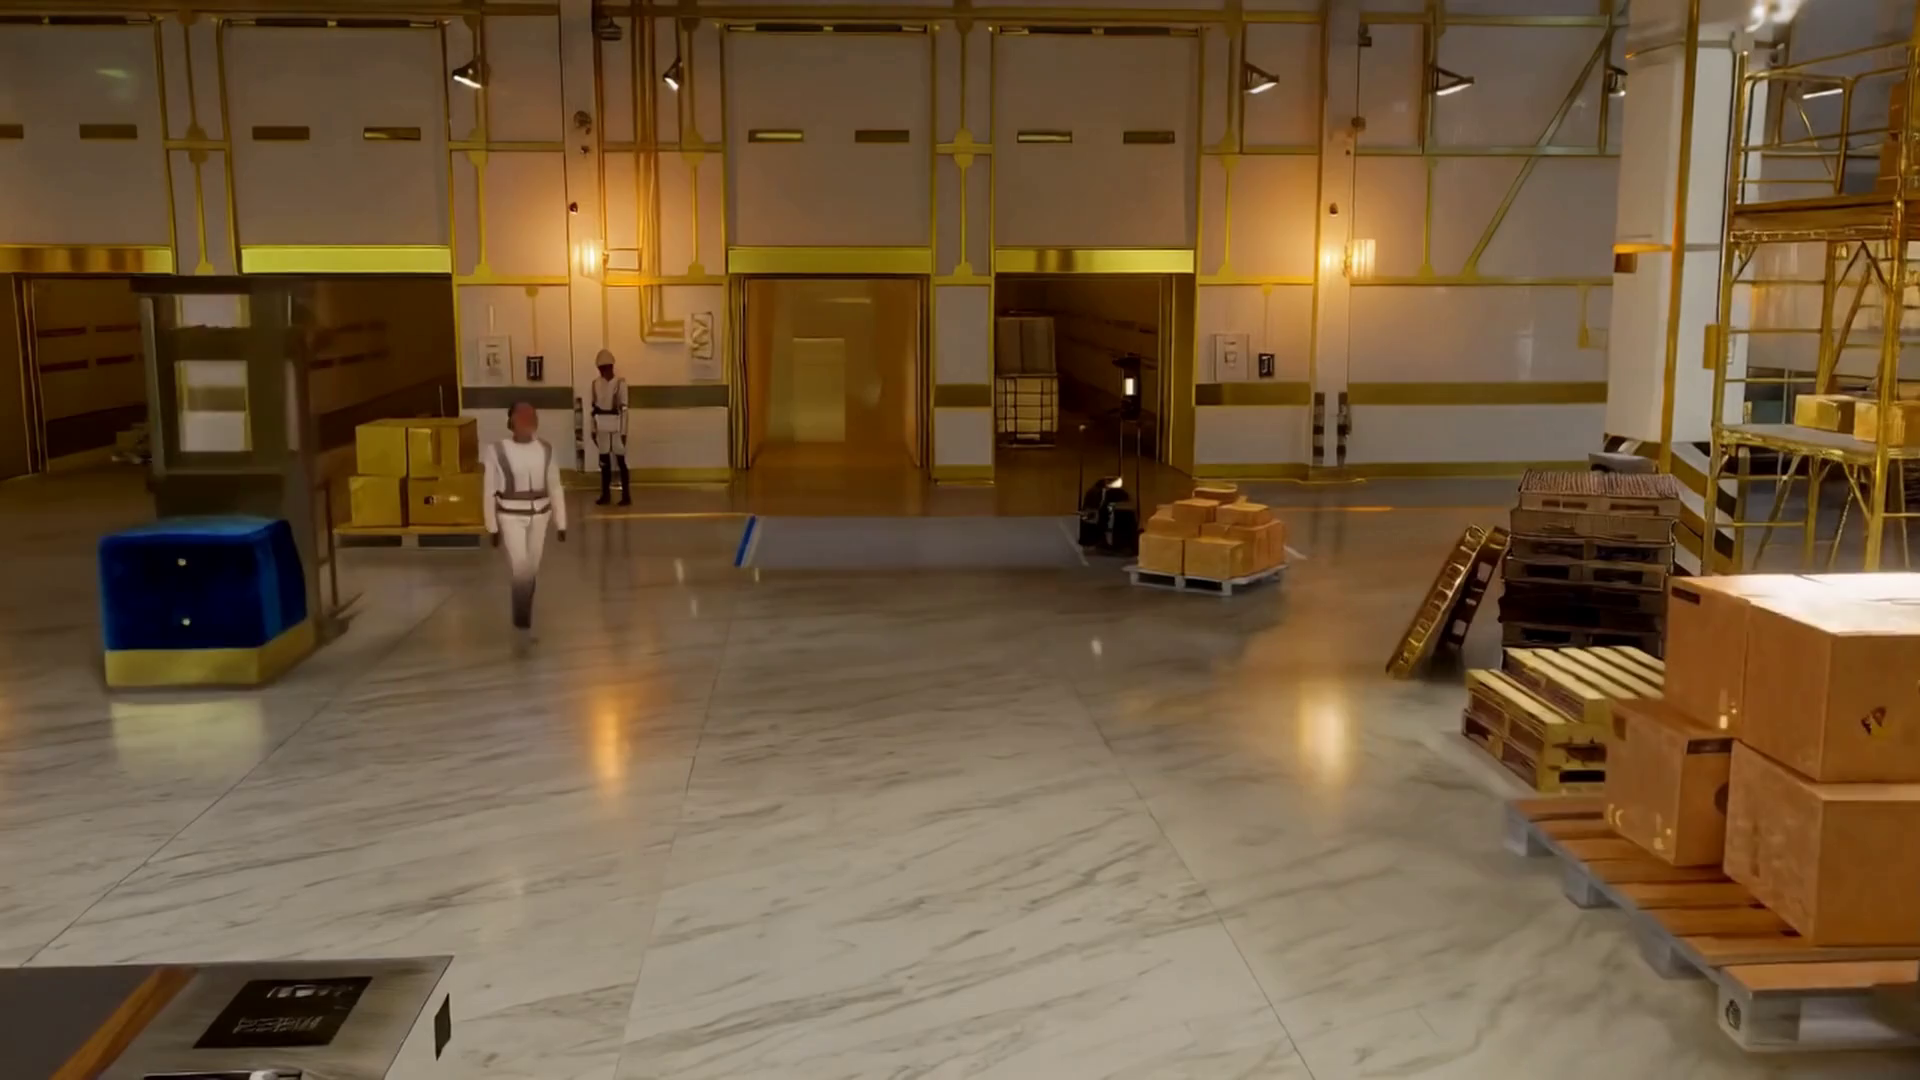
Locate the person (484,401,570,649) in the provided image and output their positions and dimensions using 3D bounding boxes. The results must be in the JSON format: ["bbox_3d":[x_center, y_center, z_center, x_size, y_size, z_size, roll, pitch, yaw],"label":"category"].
[{"bbox_3d":[-3.258,-0.112,12.651,0.576,1.858,0.756,-8,12,-40],"label":"person"}]

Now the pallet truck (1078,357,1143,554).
[{"bbox_3d":[2.088,-0.836,16.757,1.885,1.965,0.823,2,9,13],"label":"pallet truck"}]

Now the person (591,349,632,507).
[{"bbox_3d":[-4.276,-1.356,20.259,0.543,1.928,0.392,4,10,26],"label":"person"}]

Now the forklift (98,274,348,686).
[{"bbox_3d":[-5.292,-0.499,11.879,1.129,2.768,1.873,-1,9,-4],"label":"forklift"}]
